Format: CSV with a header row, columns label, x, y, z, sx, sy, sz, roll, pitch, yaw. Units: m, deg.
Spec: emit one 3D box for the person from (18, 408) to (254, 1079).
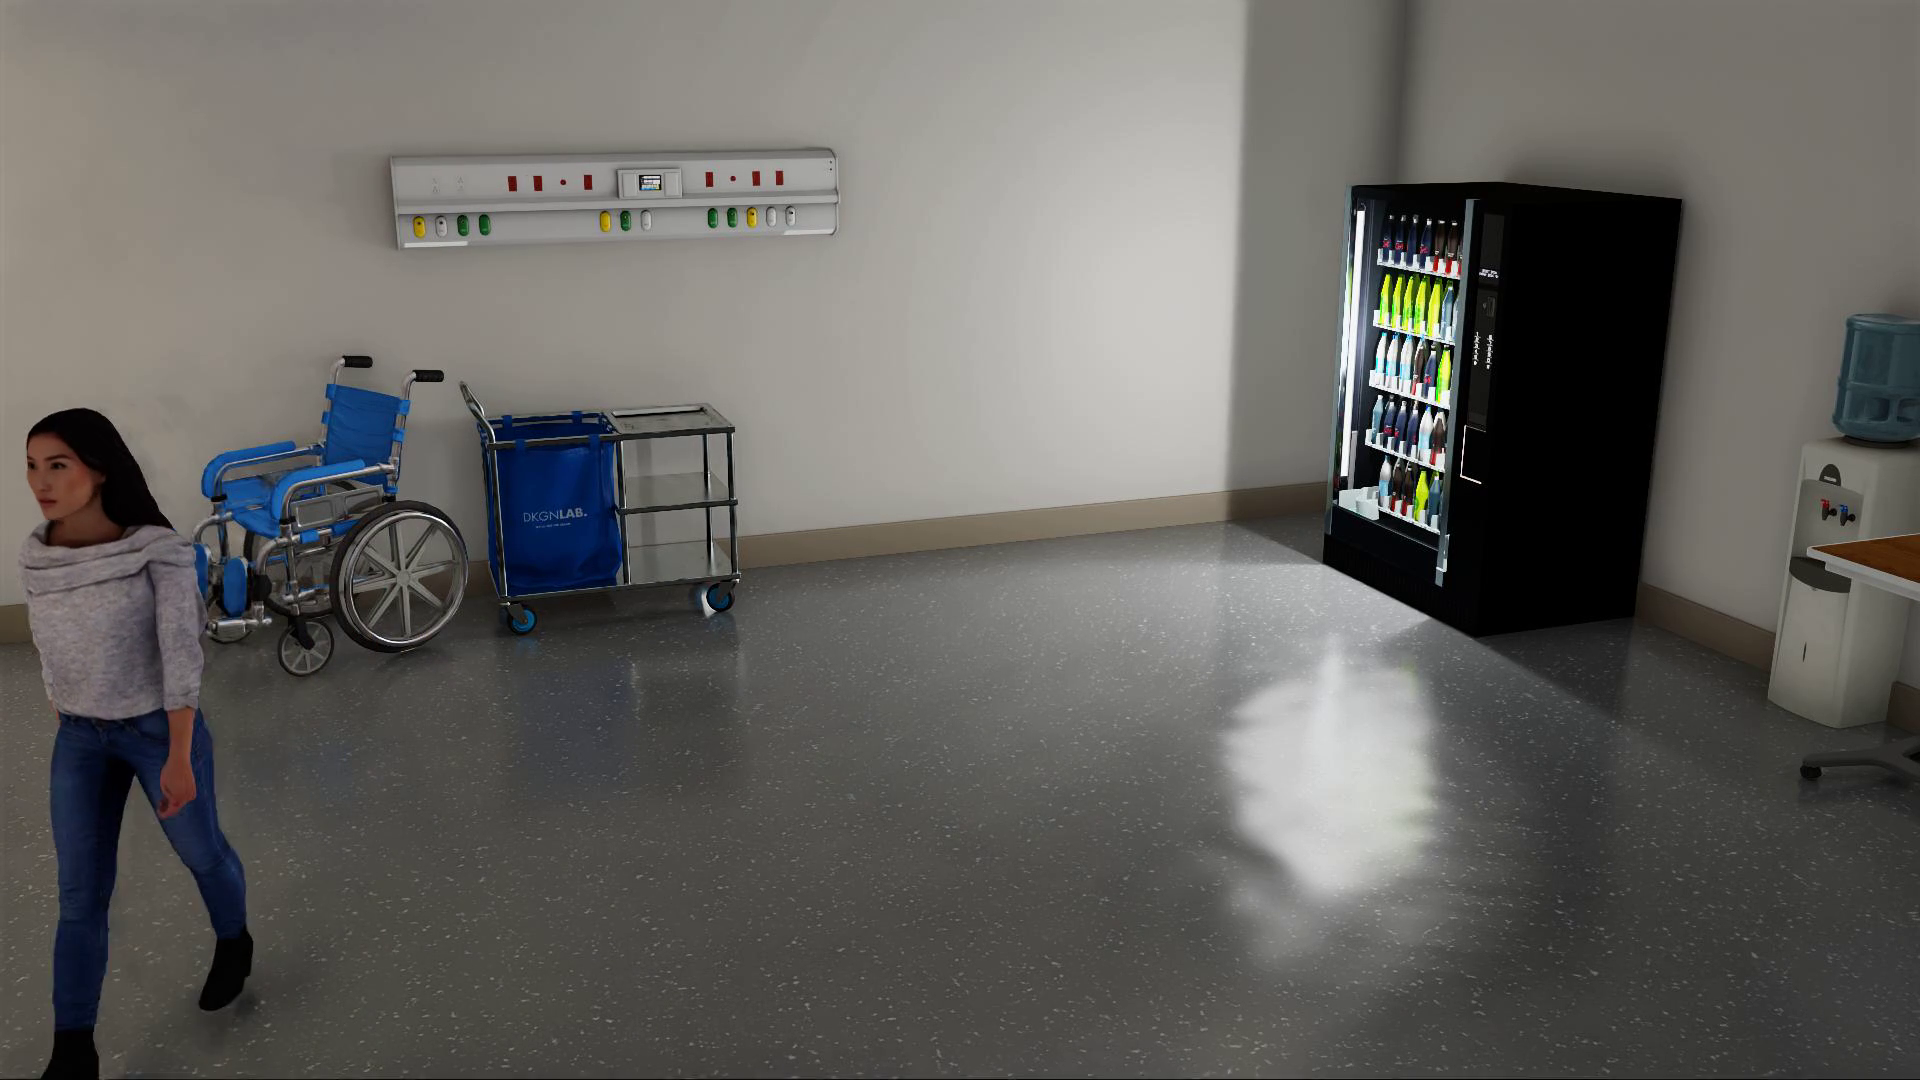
label,x,y,z,sx,sy,sz,roll,pitch,yaw
person,-1.924,0.483,3.996,0.917,1.581,1.125,2,16,6
